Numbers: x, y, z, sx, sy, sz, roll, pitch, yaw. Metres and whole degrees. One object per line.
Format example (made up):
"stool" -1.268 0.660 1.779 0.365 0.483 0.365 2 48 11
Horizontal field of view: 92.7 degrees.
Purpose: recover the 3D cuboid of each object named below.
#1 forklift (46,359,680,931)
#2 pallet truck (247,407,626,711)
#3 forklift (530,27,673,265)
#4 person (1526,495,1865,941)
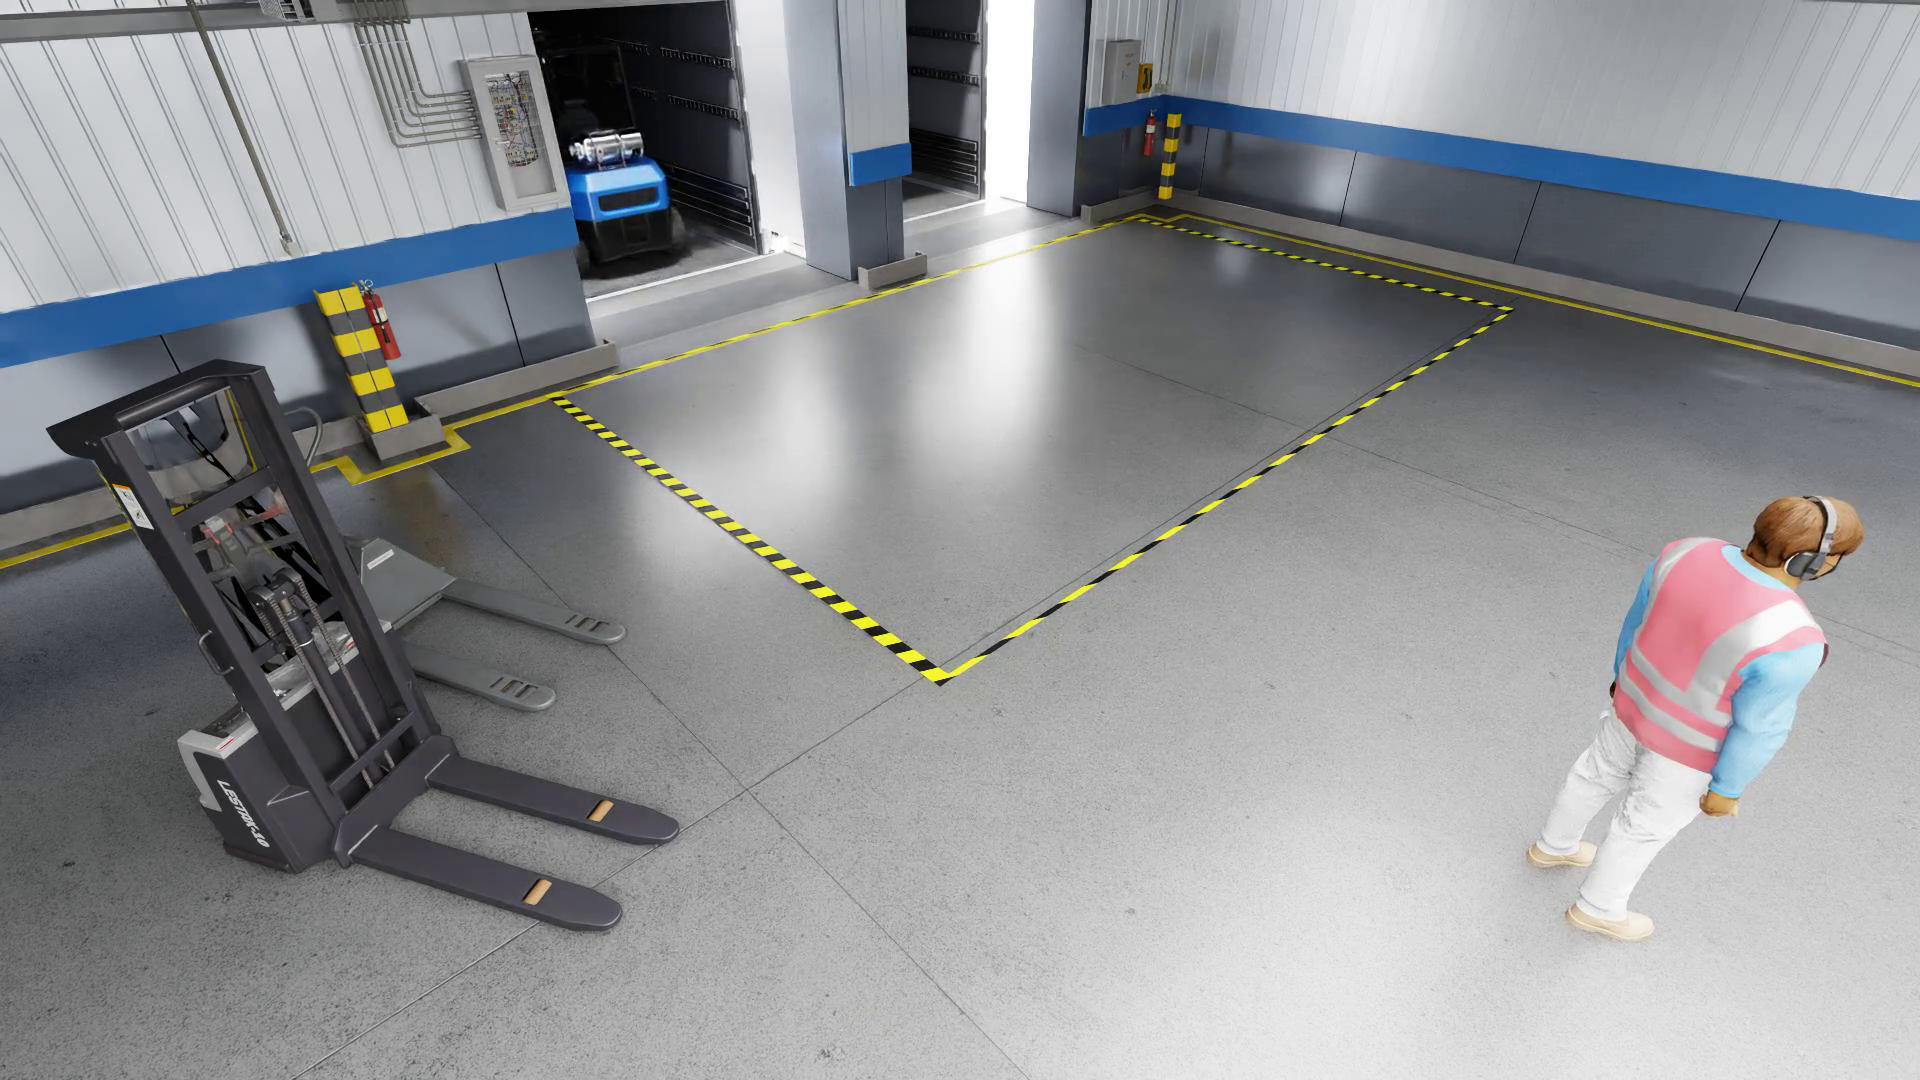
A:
"forklift" -2.135 0.422 3.354 1.885 1.965 0.823 10 35 14
"pallet truck" -2.628 0.038 4.590 1.601 1.201 0.680 12 36 18
"forklift" -4.314 -4.424 10.154 1.157 2.036 2.680 -26 42 -33
"person" 2.490 0.642 3.167 0.429 1.841 0.632 0 34 0
